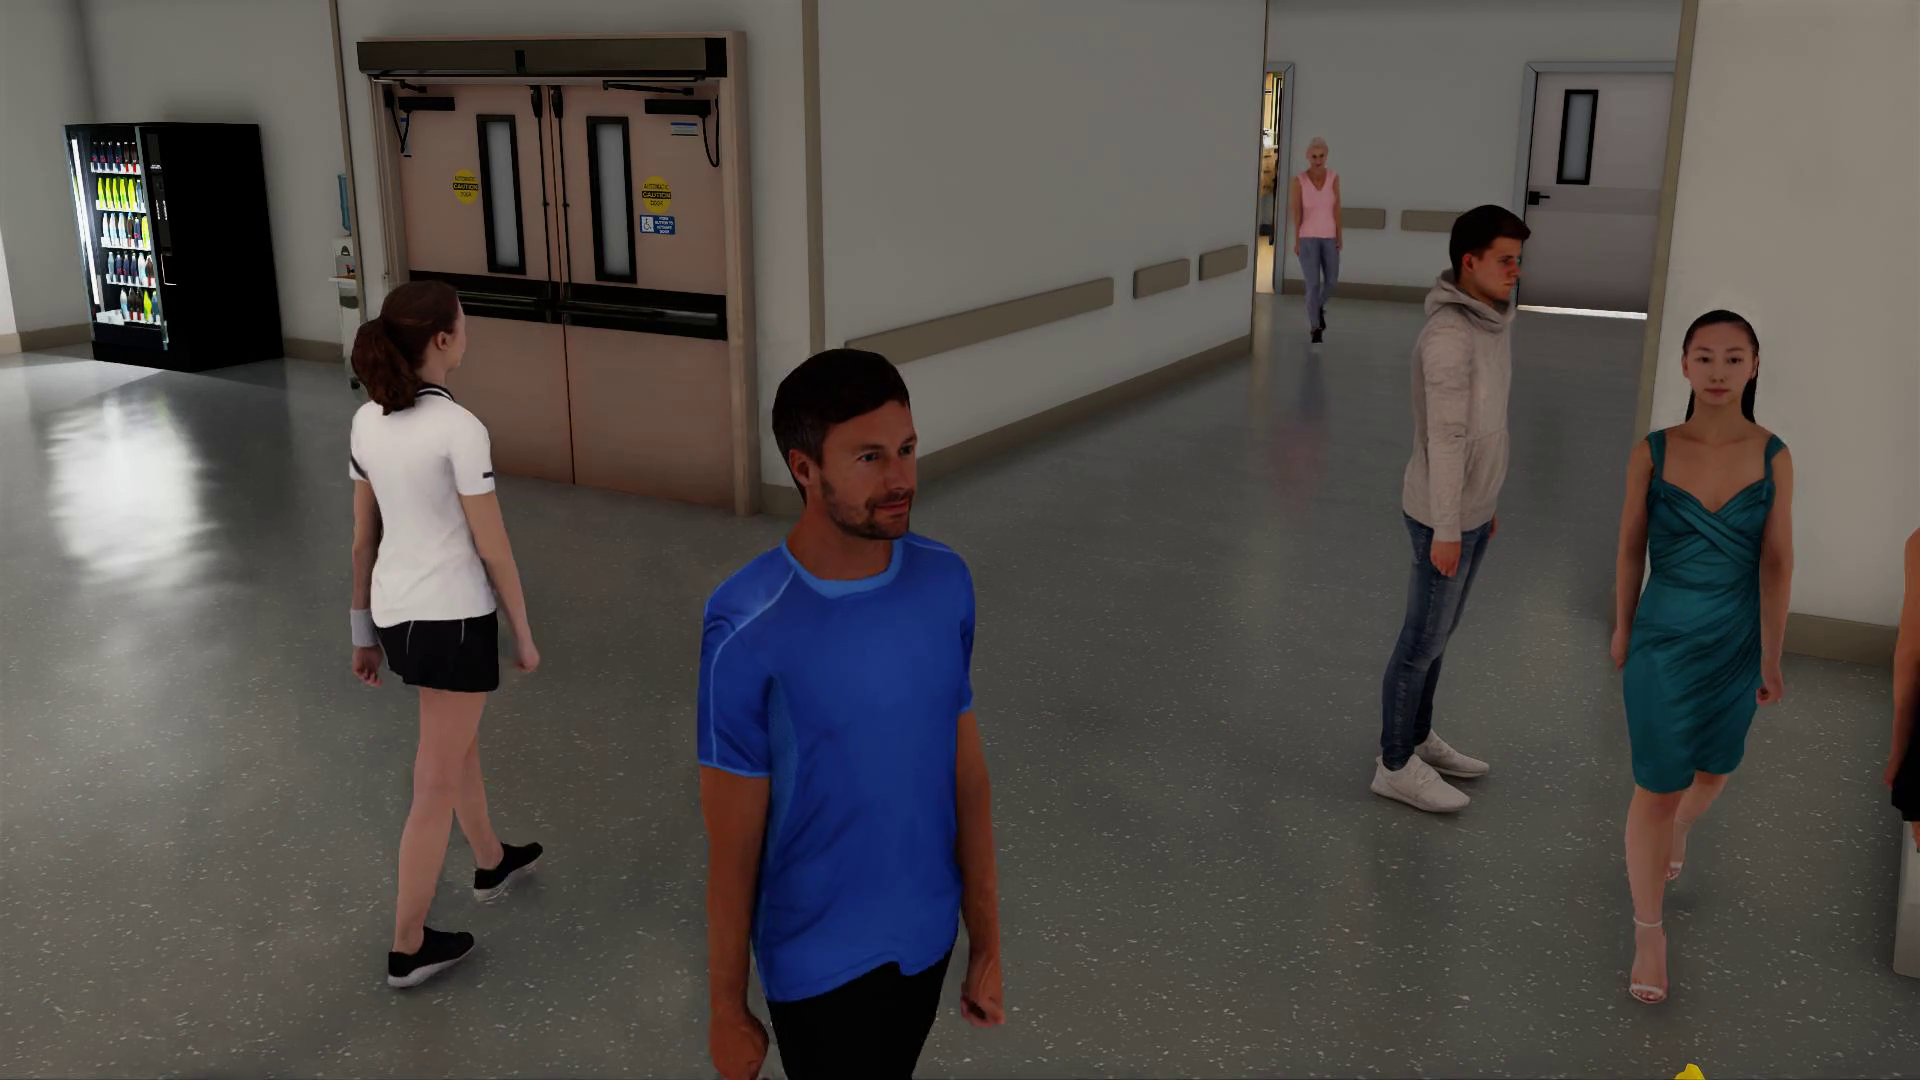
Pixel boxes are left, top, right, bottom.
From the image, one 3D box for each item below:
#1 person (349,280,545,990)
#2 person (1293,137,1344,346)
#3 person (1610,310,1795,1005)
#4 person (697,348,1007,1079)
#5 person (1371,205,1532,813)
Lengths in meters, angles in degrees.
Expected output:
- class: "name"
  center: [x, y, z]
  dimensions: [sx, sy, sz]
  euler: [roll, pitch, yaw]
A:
- class: "person"
  center: [-1.349, 0.266, 4.075]
  dimensions: [0.841, 1.726, 0.651]
  euler: [8, 17, 25]
- class: "person"
  center: [2.987, -2.506, 13.962]
  dimensions: [0.898, 1.696, 0.890]
  euler: [-1, 16, -3]
- class: "person"
  center: [1.861, 0.275, 4.184]
  dimensions: [1.002, 1.650, 0.730]
  euler: [5, 17, 18]
- class: "person"
  center: [-0.216, 0.629, 2.604]
  dimensions: [0.878, 1.826, 1.287]
  euler: [-14, 21, -40]
- class: "person"
  center: [1.515, -0.103, 5.155]
  dimensions: [0.542, 1.850, 0.662]
  euler: [9, 18, 28]
